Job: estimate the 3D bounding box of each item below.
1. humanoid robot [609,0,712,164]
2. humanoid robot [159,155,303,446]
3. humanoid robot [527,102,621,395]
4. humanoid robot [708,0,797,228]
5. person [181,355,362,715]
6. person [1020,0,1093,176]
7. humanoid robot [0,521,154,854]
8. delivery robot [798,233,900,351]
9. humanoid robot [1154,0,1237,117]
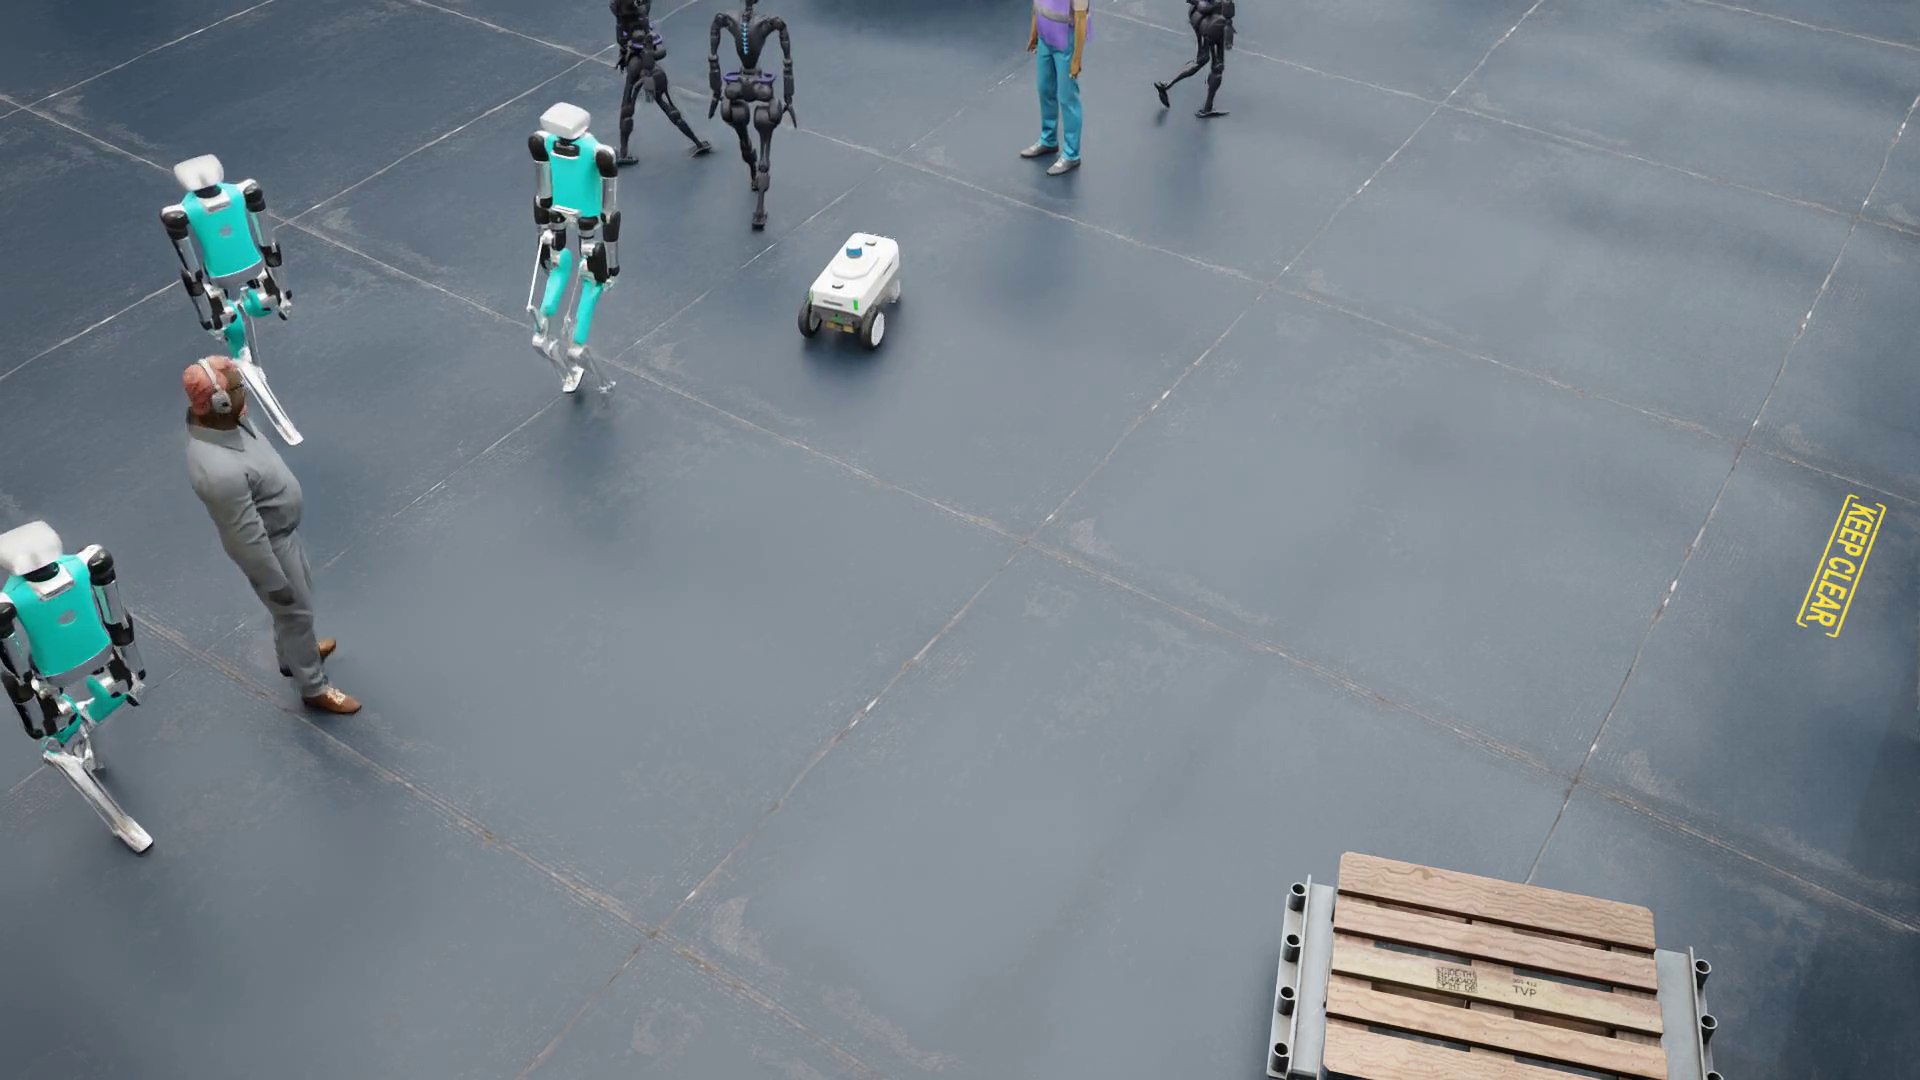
[{"bbox_3d":[-2.168,-3.337,11.505,0.798,1.635,0.601,-20,46,-21],"label":"humanoid robot"},{"bbox_3d":[-4.118,-1.436,9.309,0.530,1.775,0.996,-30,50,-29],"label":"humanoid robot"},{"bbox_3d":[-2.224,-1.499,9.340,0.539,1.769,0.778,15,44,16],"label":"humanoid robot"},{"bbox_3d":[-1.394,-2.954,11.064,0.608,1.608,0.759,3,42,3],"label":"humanoid robot"},{"bbox_3d":[-3.151,-0.002,7.572,0.406,1.893,0.683,-16,44,-17],"label":"person"},{"bbox_3d":[0.690,-3.422,11.438,0.392,1.834,0.564,-22,46,-23],"label":"person"},{"bbox_3d":[-3.860,0.570,7.085,0.875,1.828,0.565,24,47,25],"label":"humanoid robot"},{"bbox_3d":[-0.655,-1.560,10.324,0.499,0.613,0.811,14,44,15],"label":"delivery robot"},{"bbox_3d":[1.756,-3.837,12.022,0.524,1.635,0.596,-11,43,-12],"label":"humanoid robot"}]
